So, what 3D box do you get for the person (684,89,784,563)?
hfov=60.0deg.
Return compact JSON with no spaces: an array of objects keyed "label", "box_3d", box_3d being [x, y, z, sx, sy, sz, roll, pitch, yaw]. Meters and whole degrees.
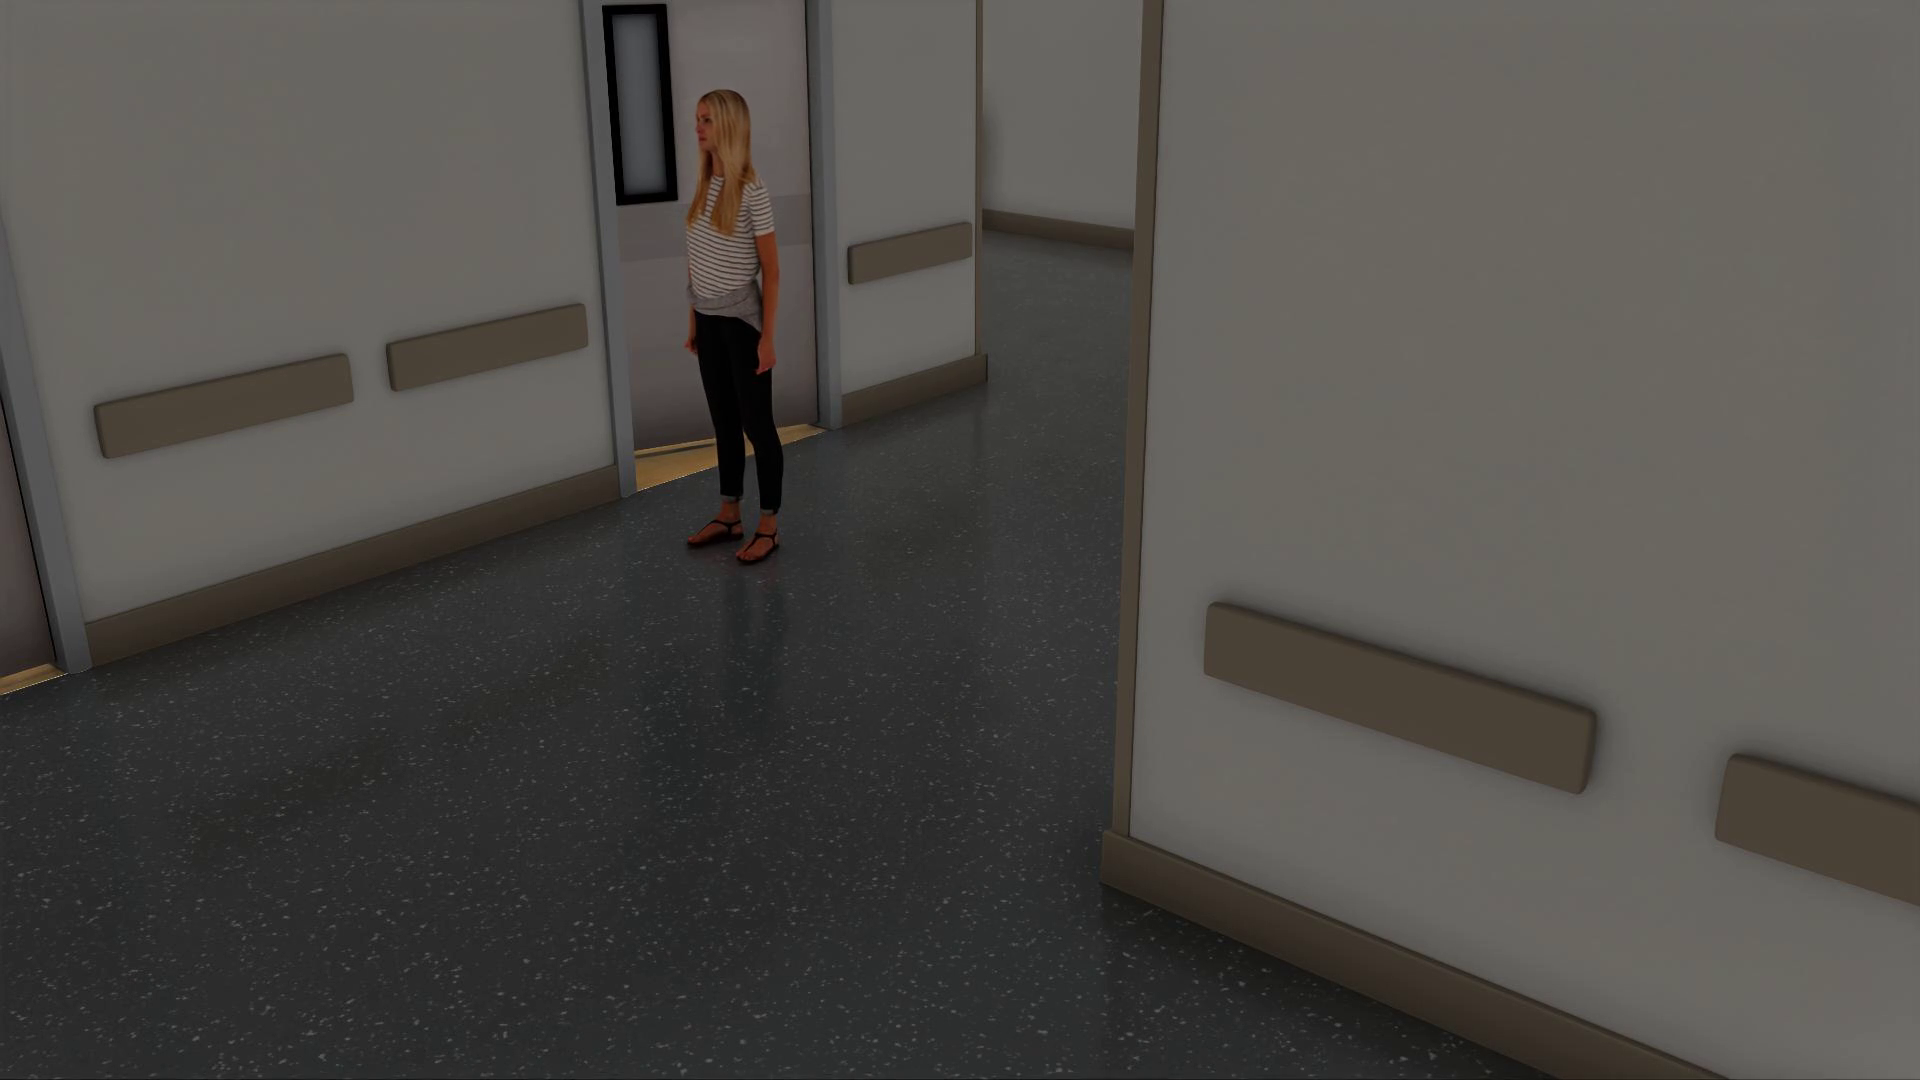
[{"label":"person","box_3d":[-0.874,-0.827,6.515,0.609,1.826,0.524,18,27,39]}]
